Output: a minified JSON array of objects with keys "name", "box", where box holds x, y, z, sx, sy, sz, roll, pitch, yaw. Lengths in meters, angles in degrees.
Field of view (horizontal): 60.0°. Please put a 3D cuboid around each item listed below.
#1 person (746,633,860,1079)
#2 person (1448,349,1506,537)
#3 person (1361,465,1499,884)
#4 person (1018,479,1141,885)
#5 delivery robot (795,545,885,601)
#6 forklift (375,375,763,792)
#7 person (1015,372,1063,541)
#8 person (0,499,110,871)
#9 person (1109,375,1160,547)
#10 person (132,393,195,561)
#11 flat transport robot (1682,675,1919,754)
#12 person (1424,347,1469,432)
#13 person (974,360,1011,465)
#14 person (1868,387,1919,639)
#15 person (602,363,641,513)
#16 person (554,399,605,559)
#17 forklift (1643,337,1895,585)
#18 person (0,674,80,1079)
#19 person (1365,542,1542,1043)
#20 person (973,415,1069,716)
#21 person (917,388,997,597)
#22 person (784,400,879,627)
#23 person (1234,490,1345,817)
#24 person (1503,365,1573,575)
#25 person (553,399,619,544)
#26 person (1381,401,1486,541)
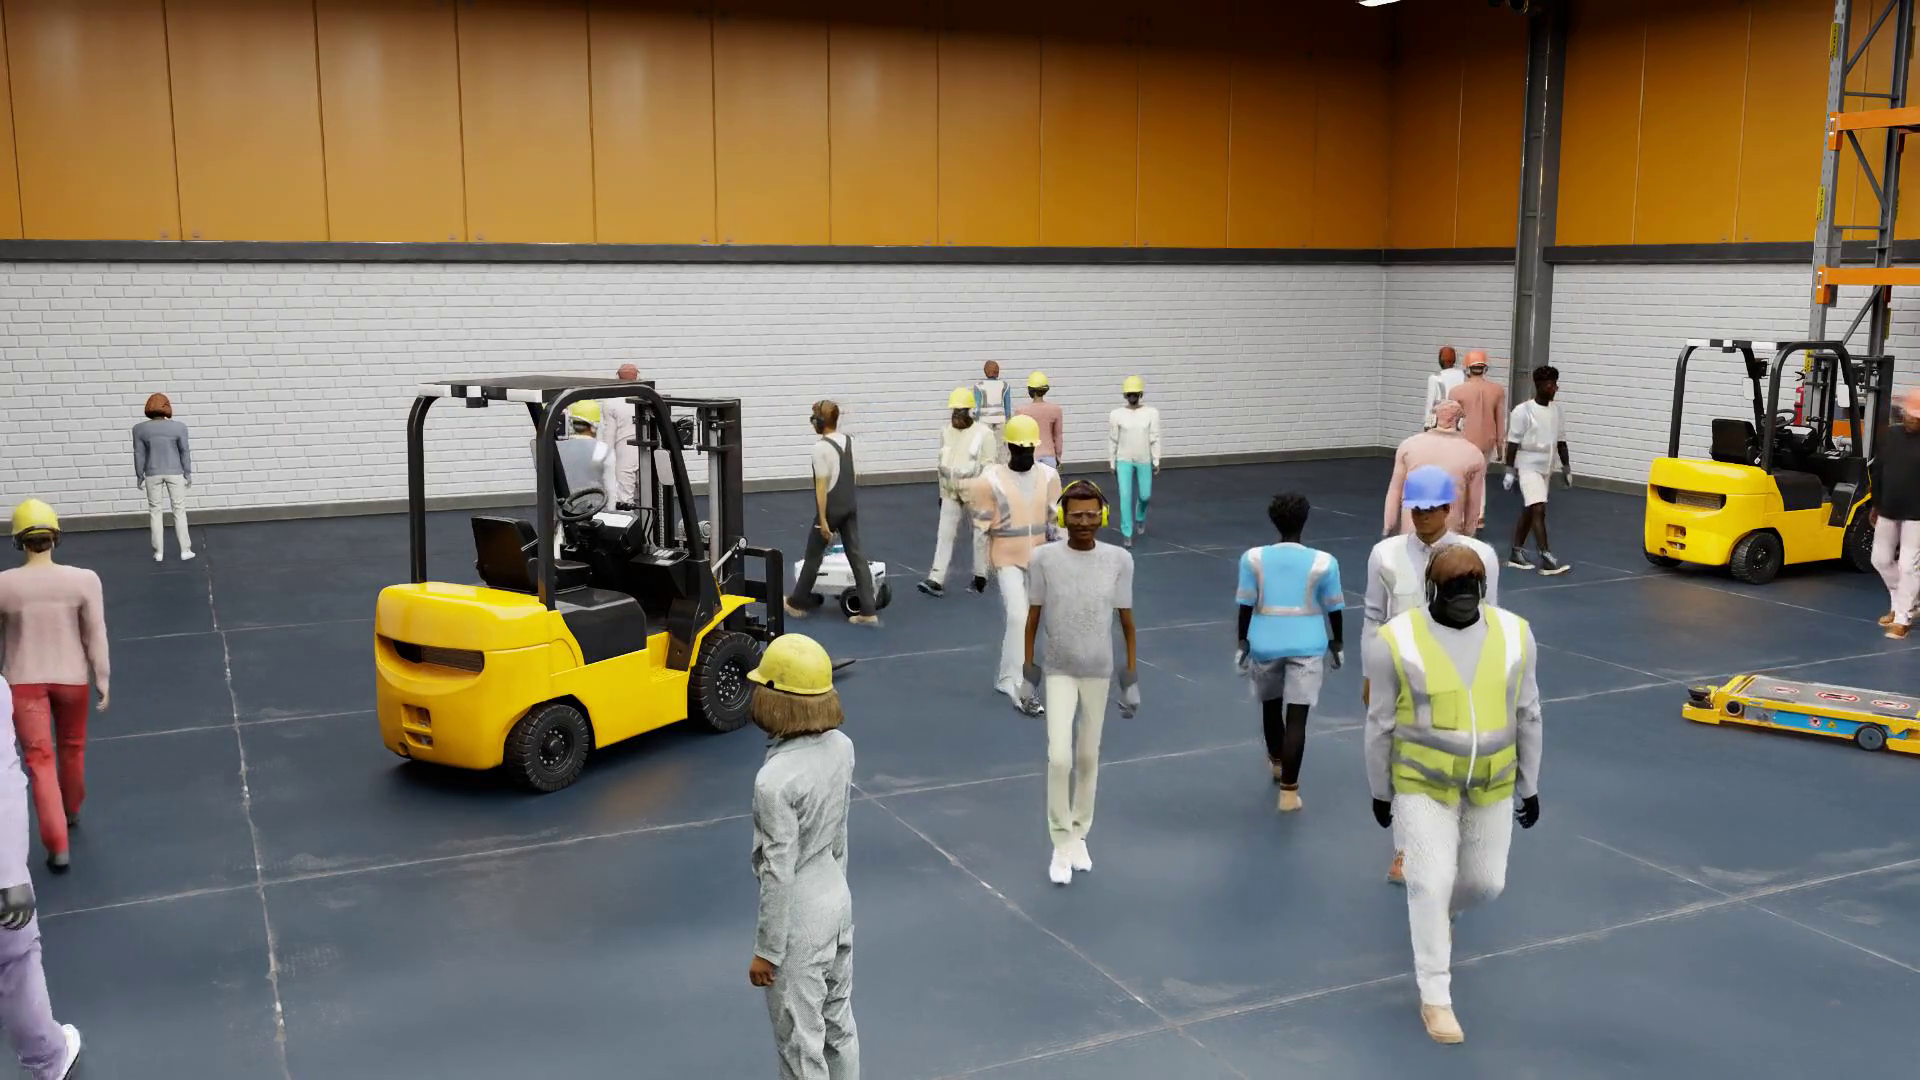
[{"name":"person","box":[-0.483,1.134,4.965,0.289,1.746,0.487,3,10,20]},{"name":"person","box":[5.407,-1.023,17.605,0.644,1.979,0.519,-1,9,-5]},{"name":"person","box":[2.165,0.602,7.687,0.629,1.927,0.560,5,10,27]},{"name":"person","box":[0.559,0.651,7.611,0.554,1.852,0.642,-1,9,-4]},{"name":"delivery robot","box":[-0.985,0.286,13.619,0.707,0.478,0.477,3,10,19]},{"name":"forklift","box":[-2.268,0.149,9.685,1.214,2.155,2.313,6,11,32]},{"name":"person","box":[0.806,-0.858,17.245,0.533,1.771,0.301,-2,9,-15]},{"name":"person","box":[-4.391,0.662,7.979,0.537,1.714,0.935,-6,11,-34]},{"name":"person","box":[1.783,-0.826,17.103,0.530,1.747,0.586,0,9,1]},{"name":"person","box":[-7.713,-0.608,16.115,0.499,1.633,0.289,-3,10,-17]},{"name":"flat transport robot","box":[5.240,1.037,10.125,1.431,0.197,0.652,7,11,36]},{"name":"person","box":[6.089,-1.475,20.753,0.612,1.870,0.472,-2,9,-12]},{"name":"person","box":[0.420,-1.535,21.849,0.521,1.639,0.311,-3,10,-16]},{"name":"person","box":[7.257,-0.206,12.665,0.713,1.944,0.677,-4,10,-24]},{"name":"person","box":[-3.249,-0.794,16.436,0.644,1.904,0.399,-7,11,-35]},{"name":"person","box":[-3.517,-0.574,15.312,0.529,1.835,0.926,2,9,15]},{"name":"forklift","box":[7.551,-0.789,15.507,2.313,2.155,1.214,-4,10,-25]},{"name":"person","box":[-3.183,1.028,5.311,0.717,1.846,0.944,0,9,3]},{"name":"person","box":[1.827,0.890,6.257,0.635,1.820,0.724,0,9,-2]},{"name":"person","box":[0.435,0.153,10.616,0.598,1.890,0.872,-5,11,-30]},{"name":"person","box":[-0.021,-0.392,14.259,0.621,1.792,0.872,6,11,31]},{"name":"person","box":[-1.028,-0.216,13.201,0.983,1.789,0.533,8,12,39]},{"name":"person","box":[1.752,0.559,8.783,0.553,1.647,0.864,3,10,20]},{"name":"person","box":[5.433,-0.636,15.357,0.638,1.927,0.913,-5,11,-29]},{"name":"person","box":[-2.969,-0.207,13.075,0.599,1.809,0.564,1,9,8]},{"name":"person","box":[3.445,-0.077,12.122,0.701,1.863,0.506,4,10,23]}]
